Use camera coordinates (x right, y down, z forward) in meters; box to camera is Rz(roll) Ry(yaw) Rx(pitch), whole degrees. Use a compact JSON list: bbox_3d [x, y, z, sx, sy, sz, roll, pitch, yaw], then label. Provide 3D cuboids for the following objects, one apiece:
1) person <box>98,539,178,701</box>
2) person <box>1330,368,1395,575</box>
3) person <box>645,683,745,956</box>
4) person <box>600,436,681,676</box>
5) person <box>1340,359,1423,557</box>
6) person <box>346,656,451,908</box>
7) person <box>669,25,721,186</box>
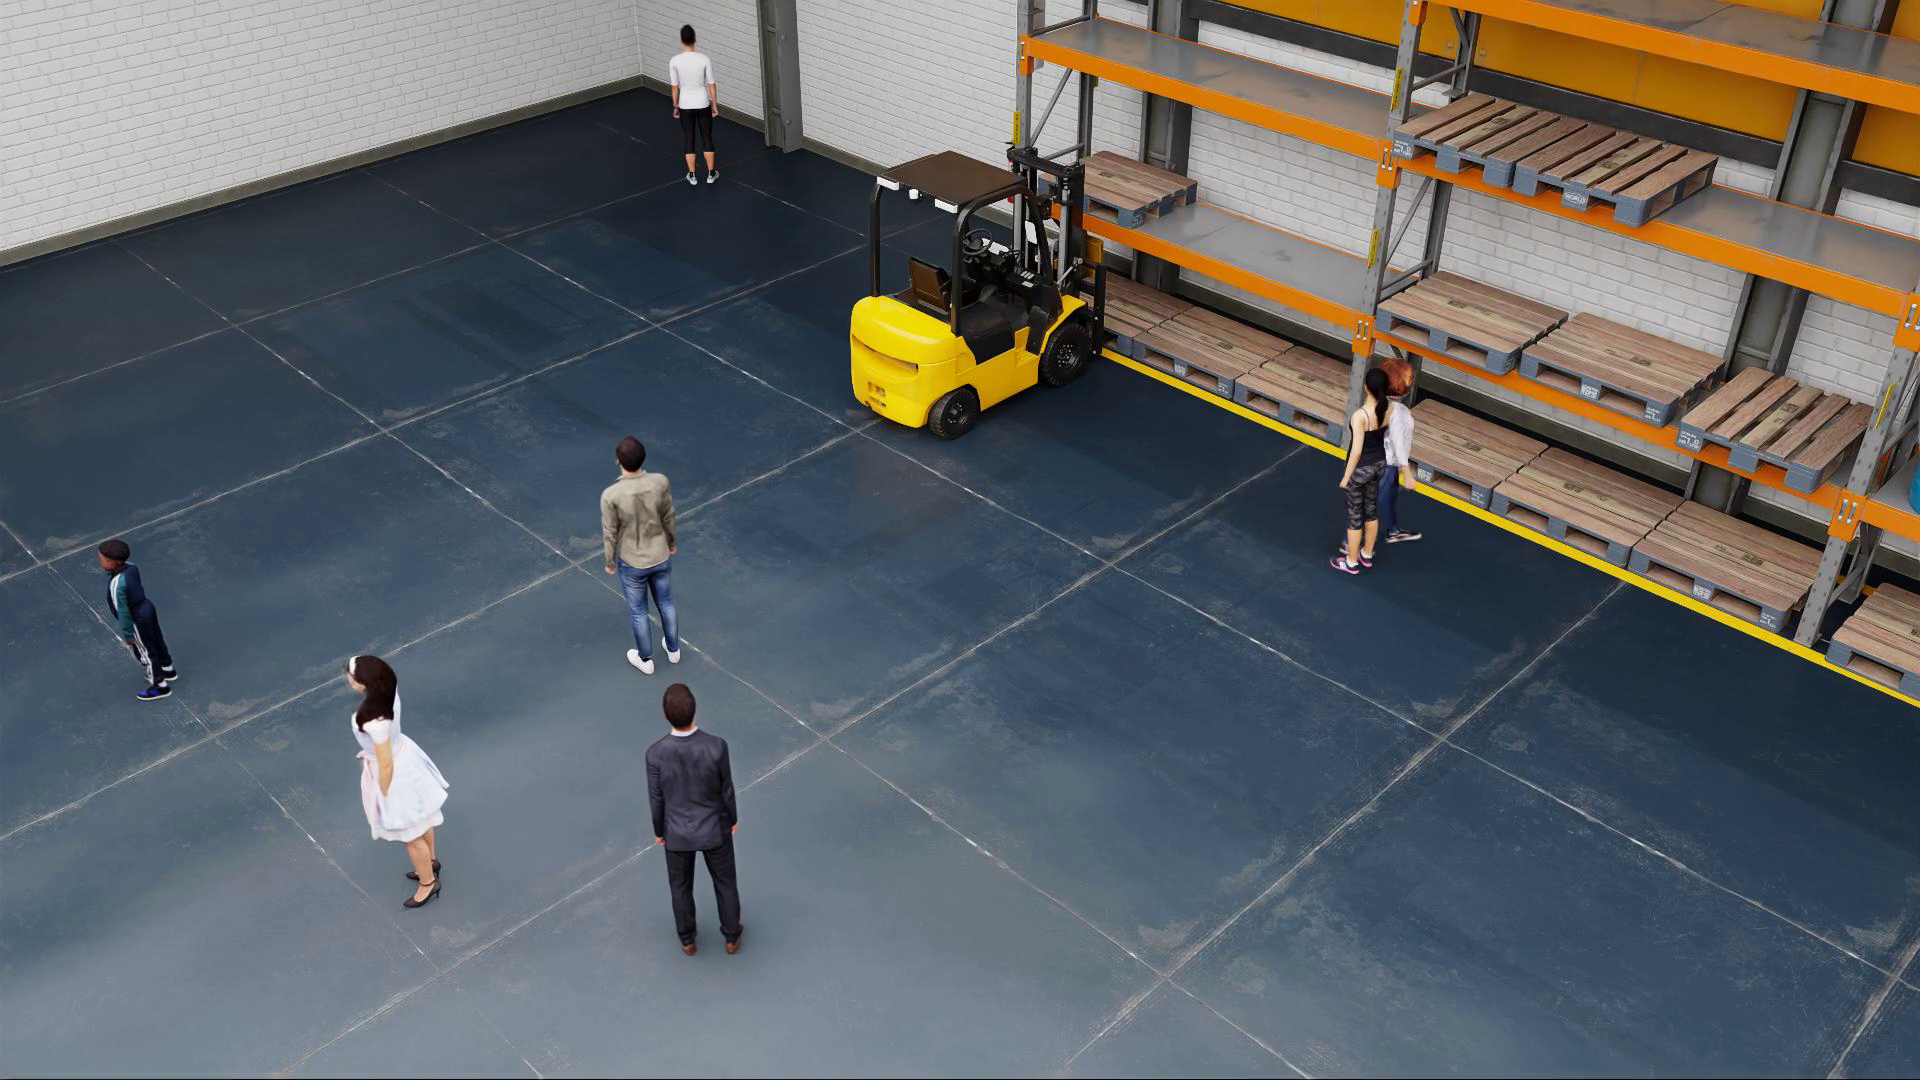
[{"bbox_3d":[-5.713,0.529,11.548,0.630,1.255,0.552,-5,34,-7],"label":"person"},{"bbox_3d":[3.102,-0.525,12.708,0.614,1.727,0.591,-20,38,-27],"label":"person"},{"bbox_3d":[-1.489,1.602,9.382,0.739,1.866,0.778,-5,34,-7],"label":"person"},{"bbox_3d":[-2.212,0.116,11.618,0.748,1.865,0.641,-21,39,-28],"label":"person"},{"bbox_3d":[3.191,-0.614,12.874,1.022,1.690,0.938,4,34,5],"label":"person"},{"bbox_3d":[-3.293,1.405,9.728,0.913,1.810,0.844,-5,34,-7],"label":"person"},{"bbox_3d":[-3.105,-5.086,19.458,0.757,1.851,0.775,-5,34,-7],"label":"person"}]
